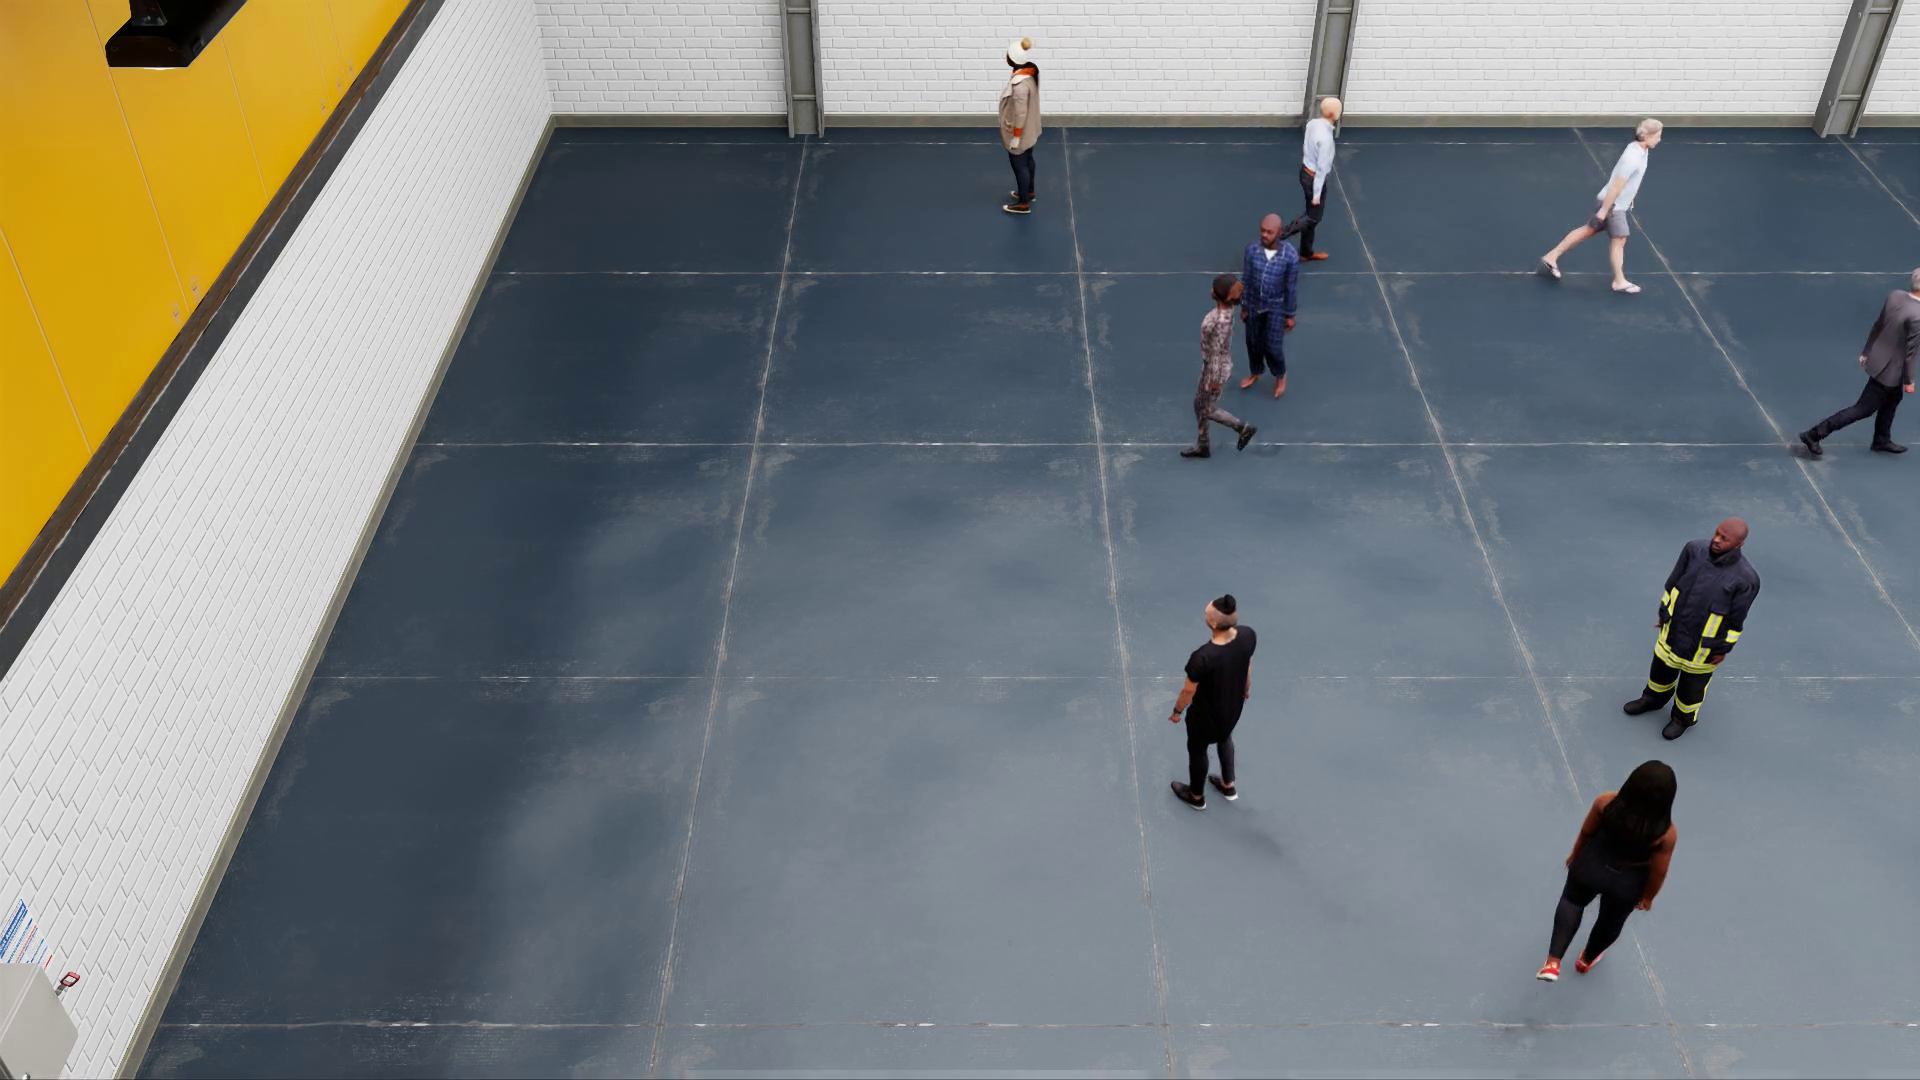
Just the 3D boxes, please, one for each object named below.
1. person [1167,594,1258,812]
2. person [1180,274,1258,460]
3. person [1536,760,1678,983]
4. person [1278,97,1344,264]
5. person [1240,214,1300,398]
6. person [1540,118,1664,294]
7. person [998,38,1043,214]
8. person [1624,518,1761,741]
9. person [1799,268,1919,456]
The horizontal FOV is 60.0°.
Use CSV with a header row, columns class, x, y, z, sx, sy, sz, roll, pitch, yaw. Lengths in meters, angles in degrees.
class,x,y,z,sx,sy,sz,roll,pitch,yaw
person,1.674,1.066,10.640,0.805,1.861,0.904,-24,44,-27
person,2.211,-1.406,13.875,0.877,1.688,0.660,1,39,2
person,3.706,1.969,9.555,0.991,1.804,1.028,26,46,29
person,3.418,-3.513,16.448,1.024,1.769,0.731,-5,39,-6
person,2.721,-2.080,14.630,0.761,1.798,0.859,18,42,21
person,6.206,-3.243,16.113,1.318,1.764,1.007,18,42,21
person,0.658,-4.355,17.401,0.757,1.895,0.773,10,40,12
person,5.019,0.564,11.301,0.875,1.821,0.861,-22,44,-26
person,7.630,-1.433,13.816,1.232,1.803,0.797,5,39,6
